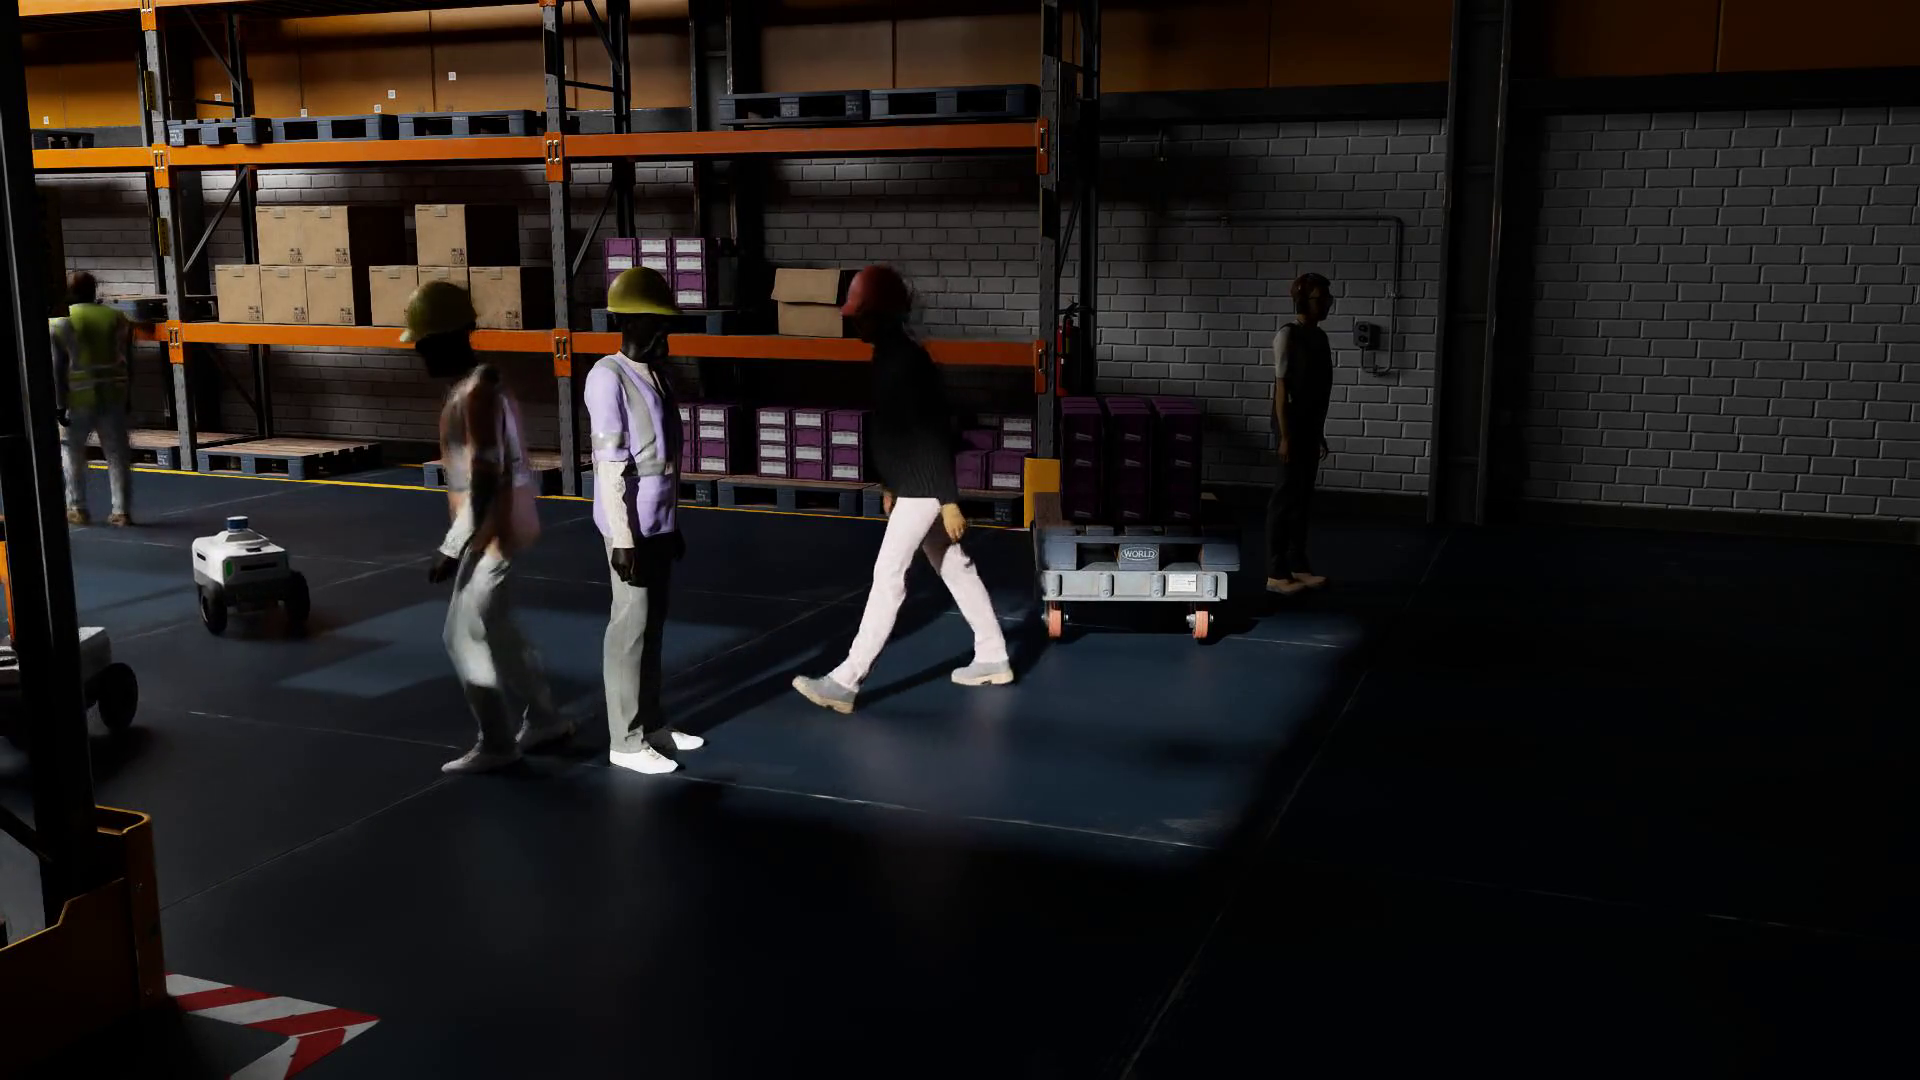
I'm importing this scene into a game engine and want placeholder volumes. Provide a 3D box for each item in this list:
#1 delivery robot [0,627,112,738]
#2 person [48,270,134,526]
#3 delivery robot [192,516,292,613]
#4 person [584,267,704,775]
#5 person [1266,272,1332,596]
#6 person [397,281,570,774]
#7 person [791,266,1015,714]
[{"bbox_3d":[-3.674,0.524,6.621,0.477,0.478,0.707,-1,10,-6],"label":"delivery robot"},{"bbox_3d":[-6.225,-1.003,11.882,0.732,1.819,0.640,9,14,41],"label":"person"},{"bbox_3d":[-3.843,0.117,8.885,0.477,0.478,0.707,-8,13,-37],"label":"delivery robot"},{"bbox_3d":[-1.213,-0.077,6.406,0.366,1.927,0.588,2,10,9],"label":"person"},{"bbox_3d":[1.977,-0.611,9.605,0.348,1.847,0.505,8,13,38],"label":"person"},{"bbox_3d":[-1.771,-0.019,6.248,0.589,1.878,0.629,-4,11,-19],"label":"person"},{"bbox_3d":[-0.230,-0.222,7.263,1.090,1.913,0.697,-3,11,-14],"label":"person"}]
